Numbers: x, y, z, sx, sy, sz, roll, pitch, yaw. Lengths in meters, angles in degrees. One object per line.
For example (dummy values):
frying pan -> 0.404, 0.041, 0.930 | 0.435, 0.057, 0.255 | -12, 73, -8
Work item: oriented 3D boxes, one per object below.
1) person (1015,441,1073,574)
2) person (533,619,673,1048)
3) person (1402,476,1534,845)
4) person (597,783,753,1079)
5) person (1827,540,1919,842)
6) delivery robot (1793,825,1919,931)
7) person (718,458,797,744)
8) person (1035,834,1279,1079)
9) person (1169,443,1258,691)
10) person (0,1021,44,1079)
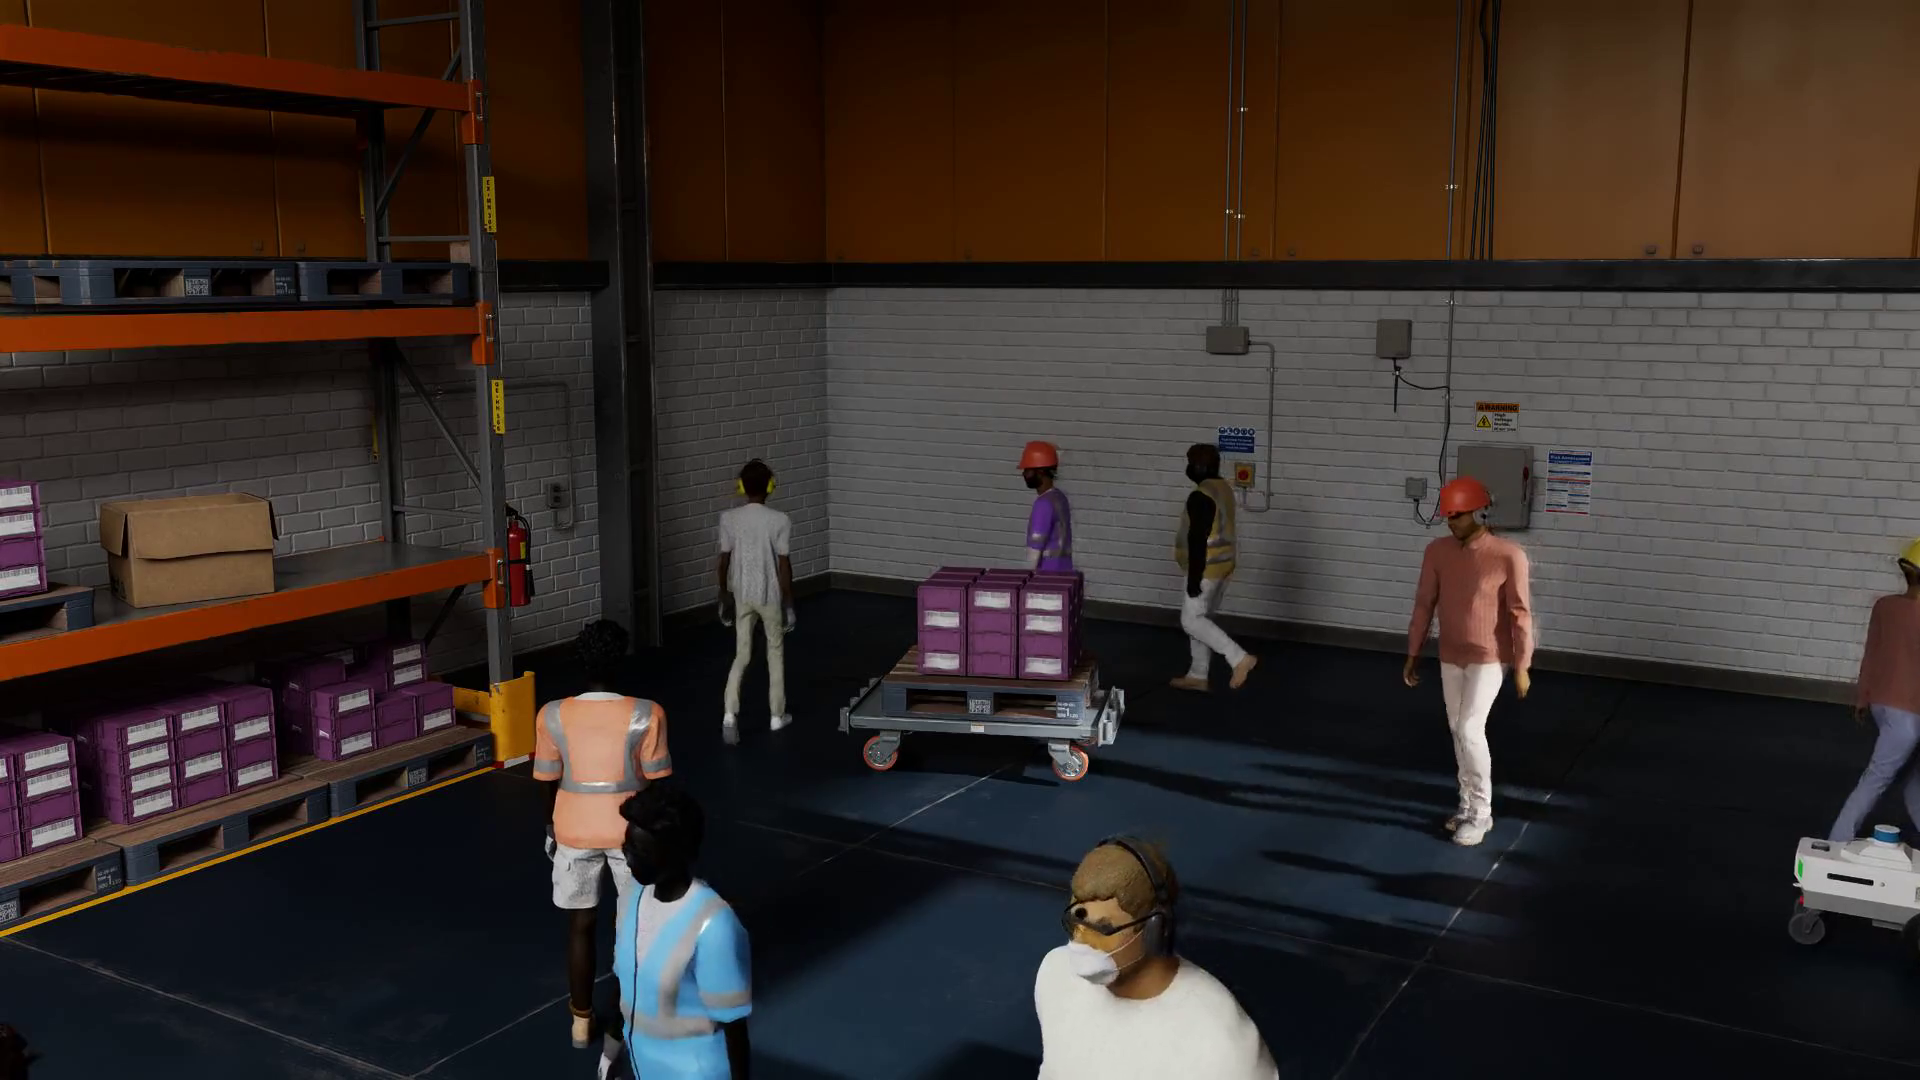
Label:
person -> 0.472, 0.290, 11.251 | 0.816, 1.907, 0.550 | 1, 9, 9
person -> -1.383, 1.151, 6.503 | 0.536, 1.696, 0.322 | 0, 9, 0
person -> 2.703, 0.635, 8.886 | 0.627, 1.961, 0.613 | -7, 11, -35
person -> -0.766, 1.471, 4.664 | 0.869, 1.651, 0.558 | -7, 12, -38
person -> 4.790, 0.839, 8.398 | 0.924, 1.715, 0.549 | -1, 9, -5
delivery robot -> 4.136, 1.521, 7.457 | 0.707, 0.478, 0.477 | 5, 10, 30
person -> -1.317, 0.390, 10.803 | 0.544, 1.846, 0.811 | 2, 9, 11
person -> 0.355, 1.529, 3.444 | 0.445, 1.920, 0.652 | -8, 12, -42
person -> 1.829, 0.217, 11.934 | 0.583, 1.827, 0.646 | 4, 10, 22
person -> -1.623, 1.654, 2.707 | 0.629, 1.894, 1.009 | 6, 11, 32
